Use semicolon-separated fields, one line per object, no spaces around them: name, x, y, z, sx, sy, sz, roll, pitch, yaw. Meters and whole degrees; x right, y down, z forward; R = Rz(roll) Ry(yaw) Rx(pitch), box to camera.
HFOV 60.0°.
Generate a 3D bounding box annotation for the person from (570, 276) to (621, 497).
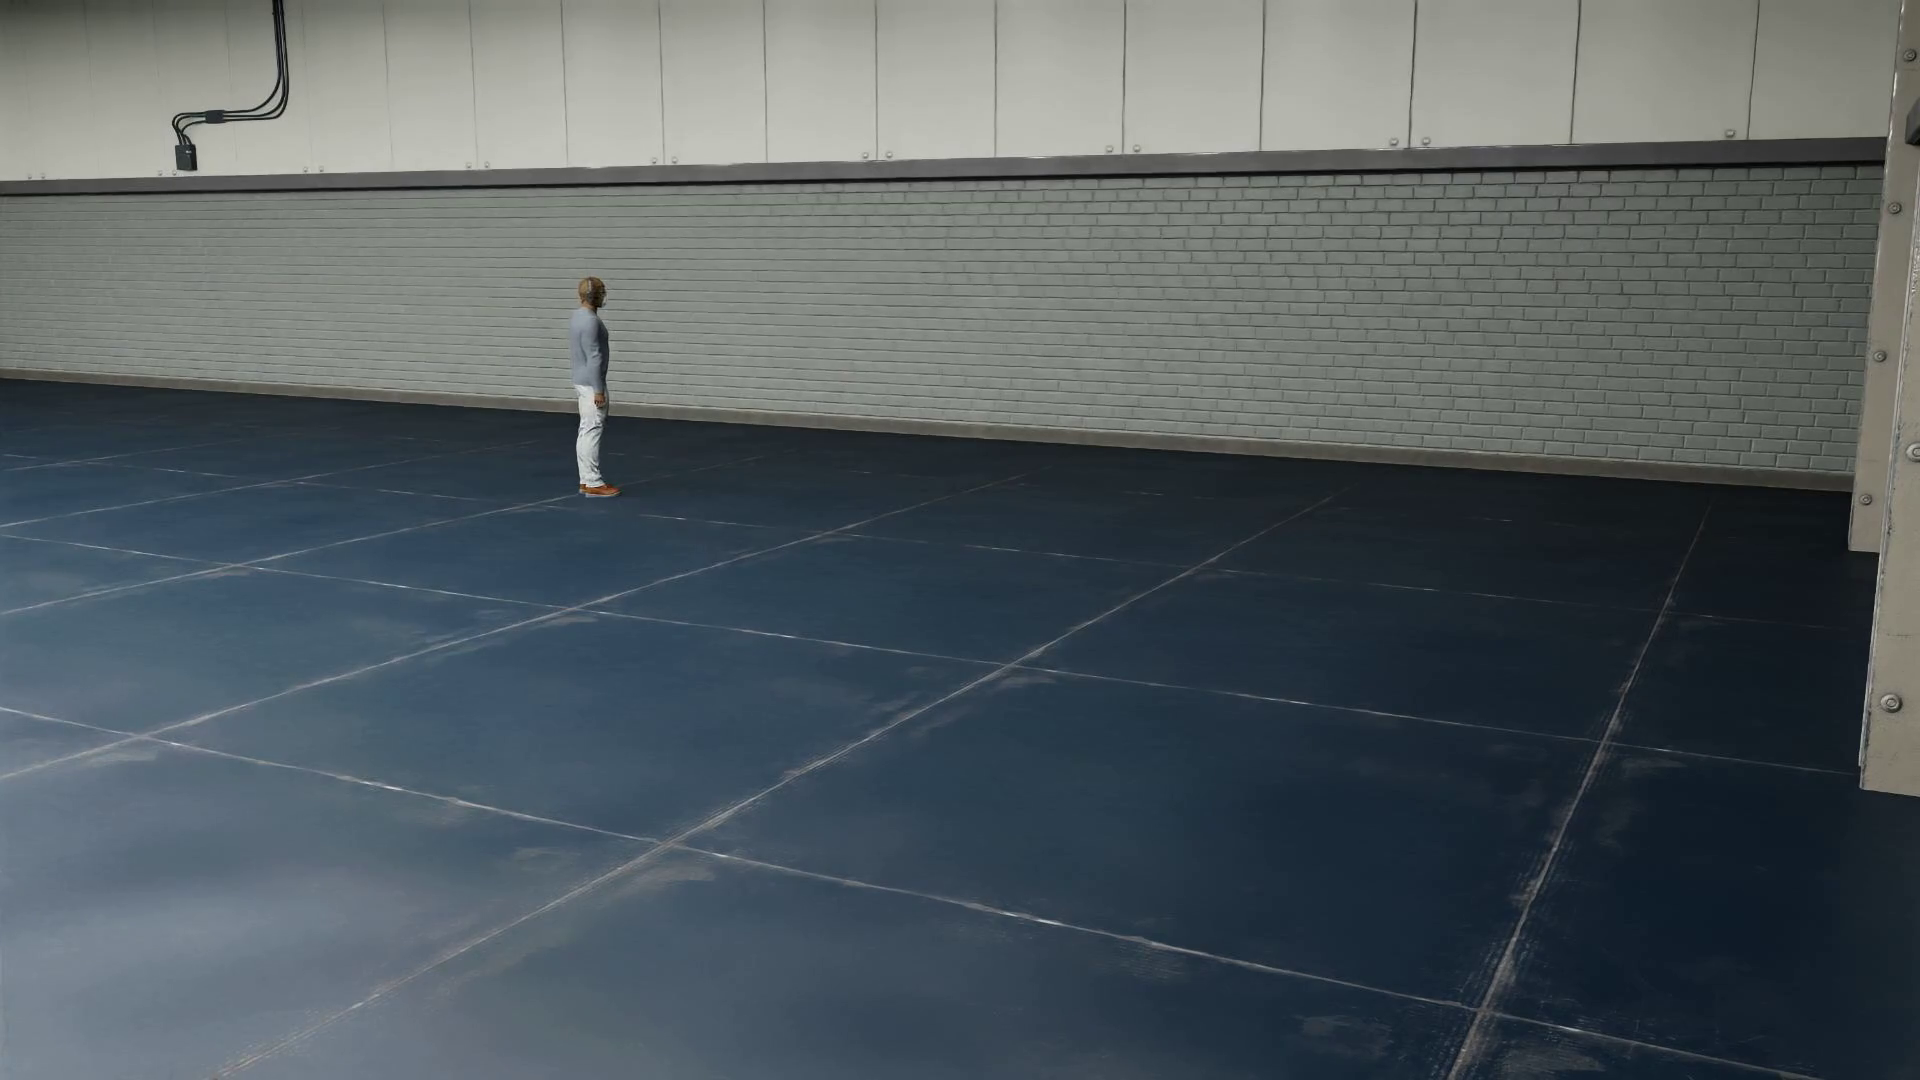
person;-3.232;-1.346;14.657;0.358;1.939;0.636;-4;11;-21
